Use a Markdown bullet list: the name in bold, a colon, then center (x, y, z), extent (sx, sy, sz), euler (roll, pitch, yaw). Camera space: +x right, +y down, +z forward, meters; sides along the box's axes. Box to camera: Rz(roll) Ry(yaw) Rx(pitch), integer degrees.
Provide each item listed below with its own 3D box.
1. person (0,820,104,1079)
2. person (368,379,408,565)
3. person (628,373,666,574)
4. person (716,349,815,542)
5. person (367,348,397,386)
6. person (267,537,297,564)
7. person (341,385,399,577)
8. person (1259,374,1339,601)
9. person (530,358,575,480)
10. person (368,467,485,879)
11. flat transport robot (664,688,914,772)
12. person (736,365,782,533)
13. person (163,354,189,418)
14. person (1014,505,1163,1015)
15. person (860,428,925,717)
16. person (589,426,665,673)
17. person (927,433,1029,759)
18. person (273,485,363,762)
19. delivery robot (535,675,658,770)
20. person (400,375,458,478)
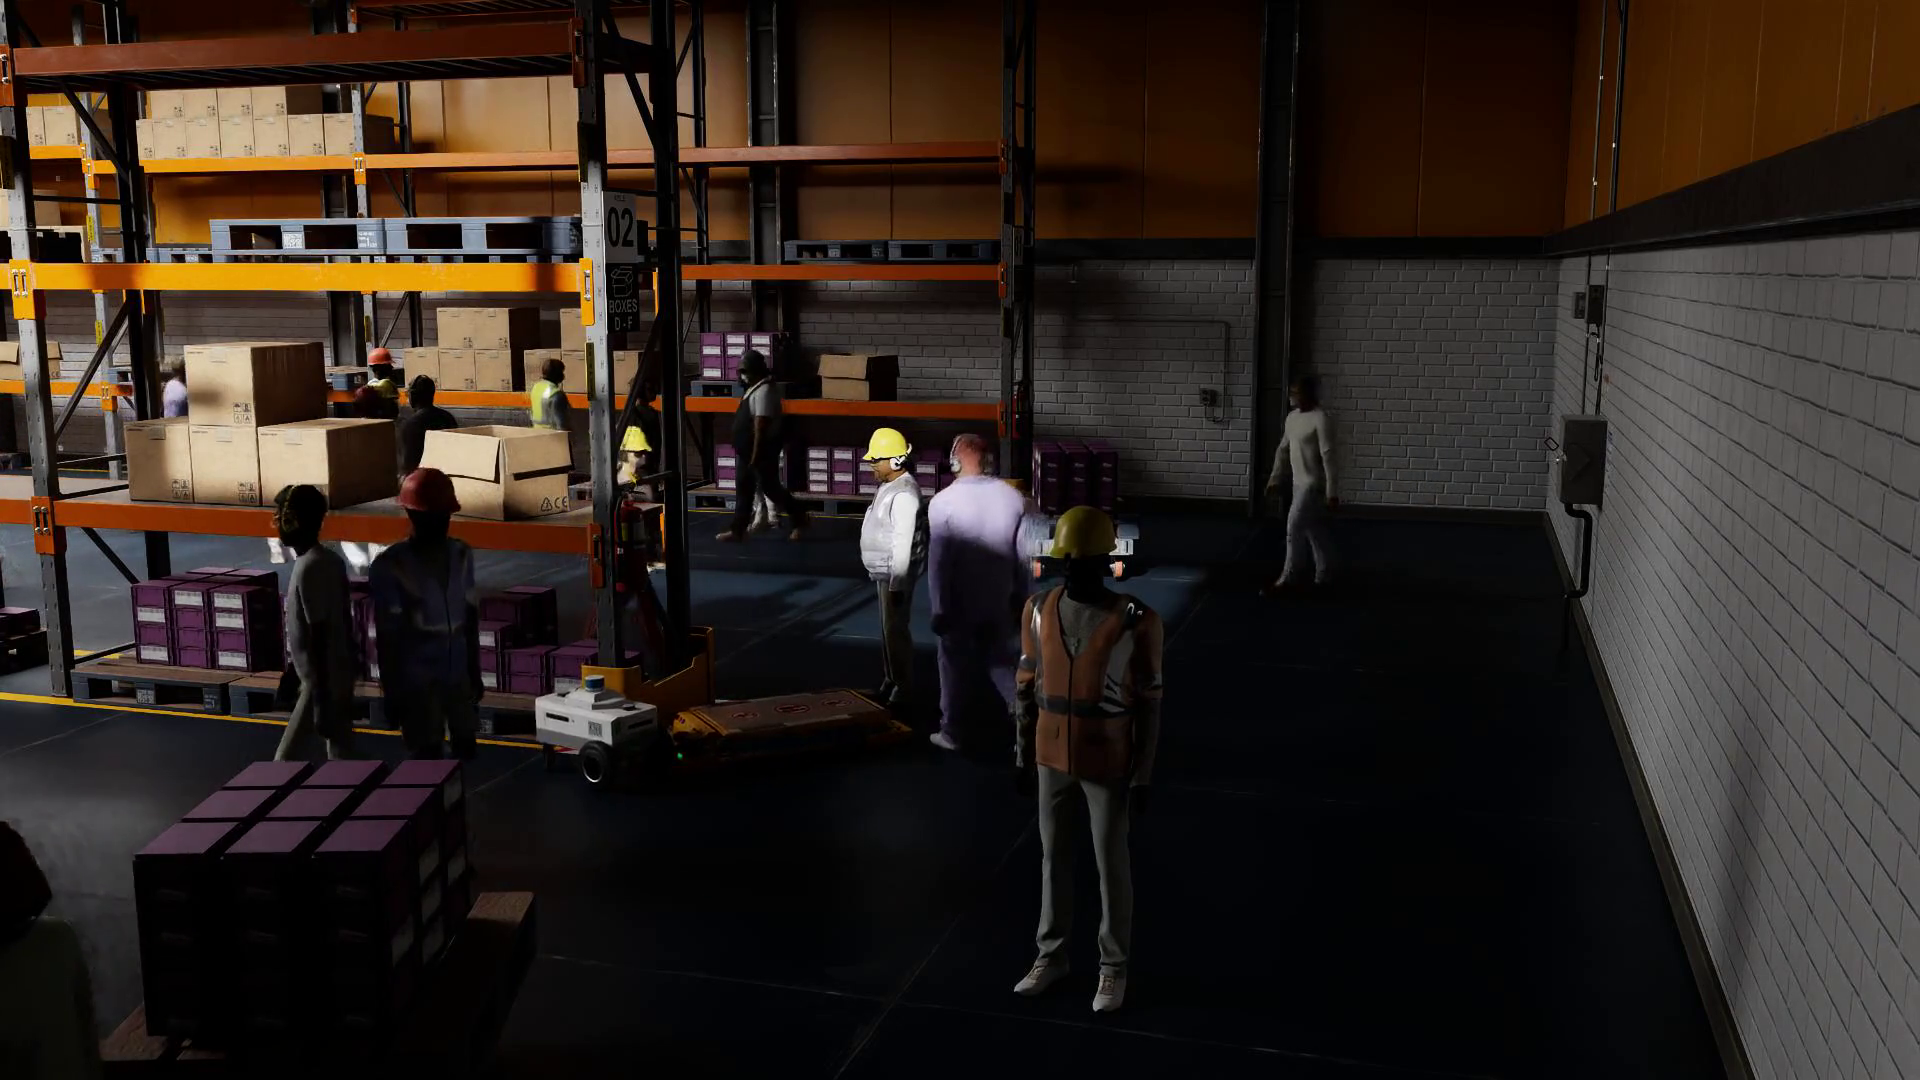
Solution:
- **person**: center (-2.162, 1.413, 3.664), extent (0.717, 1.598, 0.525), euler (-1, 9, -7)
- **person**: center (-5.003, -0.493, 14.600), extent (0.403, 1.837, 0.591), euler (7, 12, 37)
- **person**: center (-2.897, -0.609, 15.319), extent (0.410, 1.843, 0.518), euler (3, 10, 16)
- **person**: center (-1.990, -0.984, 16.973), extent (0.928, 2.000, 0.683), euler (-3, 10, -19)
- **person**: center (-6.256, -1.112, 18.053), extent (0.354, 1.942, 0.543), euler (-4, 10, -21)
- **person**: center (-6.466, -0.742, 15.719), extent (0.620, 1.978, 0.513), euler (-5, 10, -27)
- **person**: center (-4.791, -0.325, 13.511), extent (0.404, 1.862, 0.601), euler (4, 10, 22)
- **person**: center (2.842, -0.442, 14.077), extent (0.903, 1.900, 0.644), euler (-2, 10, -13)
- **person**: center (-4.469, -1.072, 18.162), extent (0.539, 1.827, 0.633), euler (-7, 11, -35)
- **person**: center (-2.499, 0.602, 7.710), extent (0.626, 1.914, 0.551), euler (6, 11, 33)
- **flat transport robot**: center (-1.051, 1.089, 9.712), extent (1.431, 0.197, 0.652), euler (-5, 10, -27)
- **person**: center (-2.144, -0.985, 17.695), extent (0.455, 1.818, 0.650), euler (0, 9, 2)
- **person**: center (-8.291, -1.024, 17.674), extent (0.989, 1.899, 0.638), euler (-6, 11, -32)
- **person**: center (0.469, 0.822, 6.310), extent (0.589, 1.927, 0.366), euler (5, 10, 27)
- **person**: center (-0.423, 0.203, 10.426), extent (0.404, 1.819, 0.592), euler (-2, 9, -9)
- **person**: center (-2.288, 0.059, 11.574), extent (0.898, 1.726, 0.523), euler (2, 10, 15)
- **person**: center (0.137, 0.332, 9.485), extent (0.666, 1.870, 0.760), euler (-6, 11, -31)
- **person**: center (-2.984, 0.675, 7.482), extent (0.791, 1.838, 0.534), euler (-1, 9, -4)
- **delivery robot**: center (-2.011, 0.990, 9.177), extent (0.707, 0.478, 0.477), euler (7, 11, 34)
- **person**: center (-4.338, -0.380, 13.605), extent (0.379, 1.940, 0.629), euler (3, 10, 19)
